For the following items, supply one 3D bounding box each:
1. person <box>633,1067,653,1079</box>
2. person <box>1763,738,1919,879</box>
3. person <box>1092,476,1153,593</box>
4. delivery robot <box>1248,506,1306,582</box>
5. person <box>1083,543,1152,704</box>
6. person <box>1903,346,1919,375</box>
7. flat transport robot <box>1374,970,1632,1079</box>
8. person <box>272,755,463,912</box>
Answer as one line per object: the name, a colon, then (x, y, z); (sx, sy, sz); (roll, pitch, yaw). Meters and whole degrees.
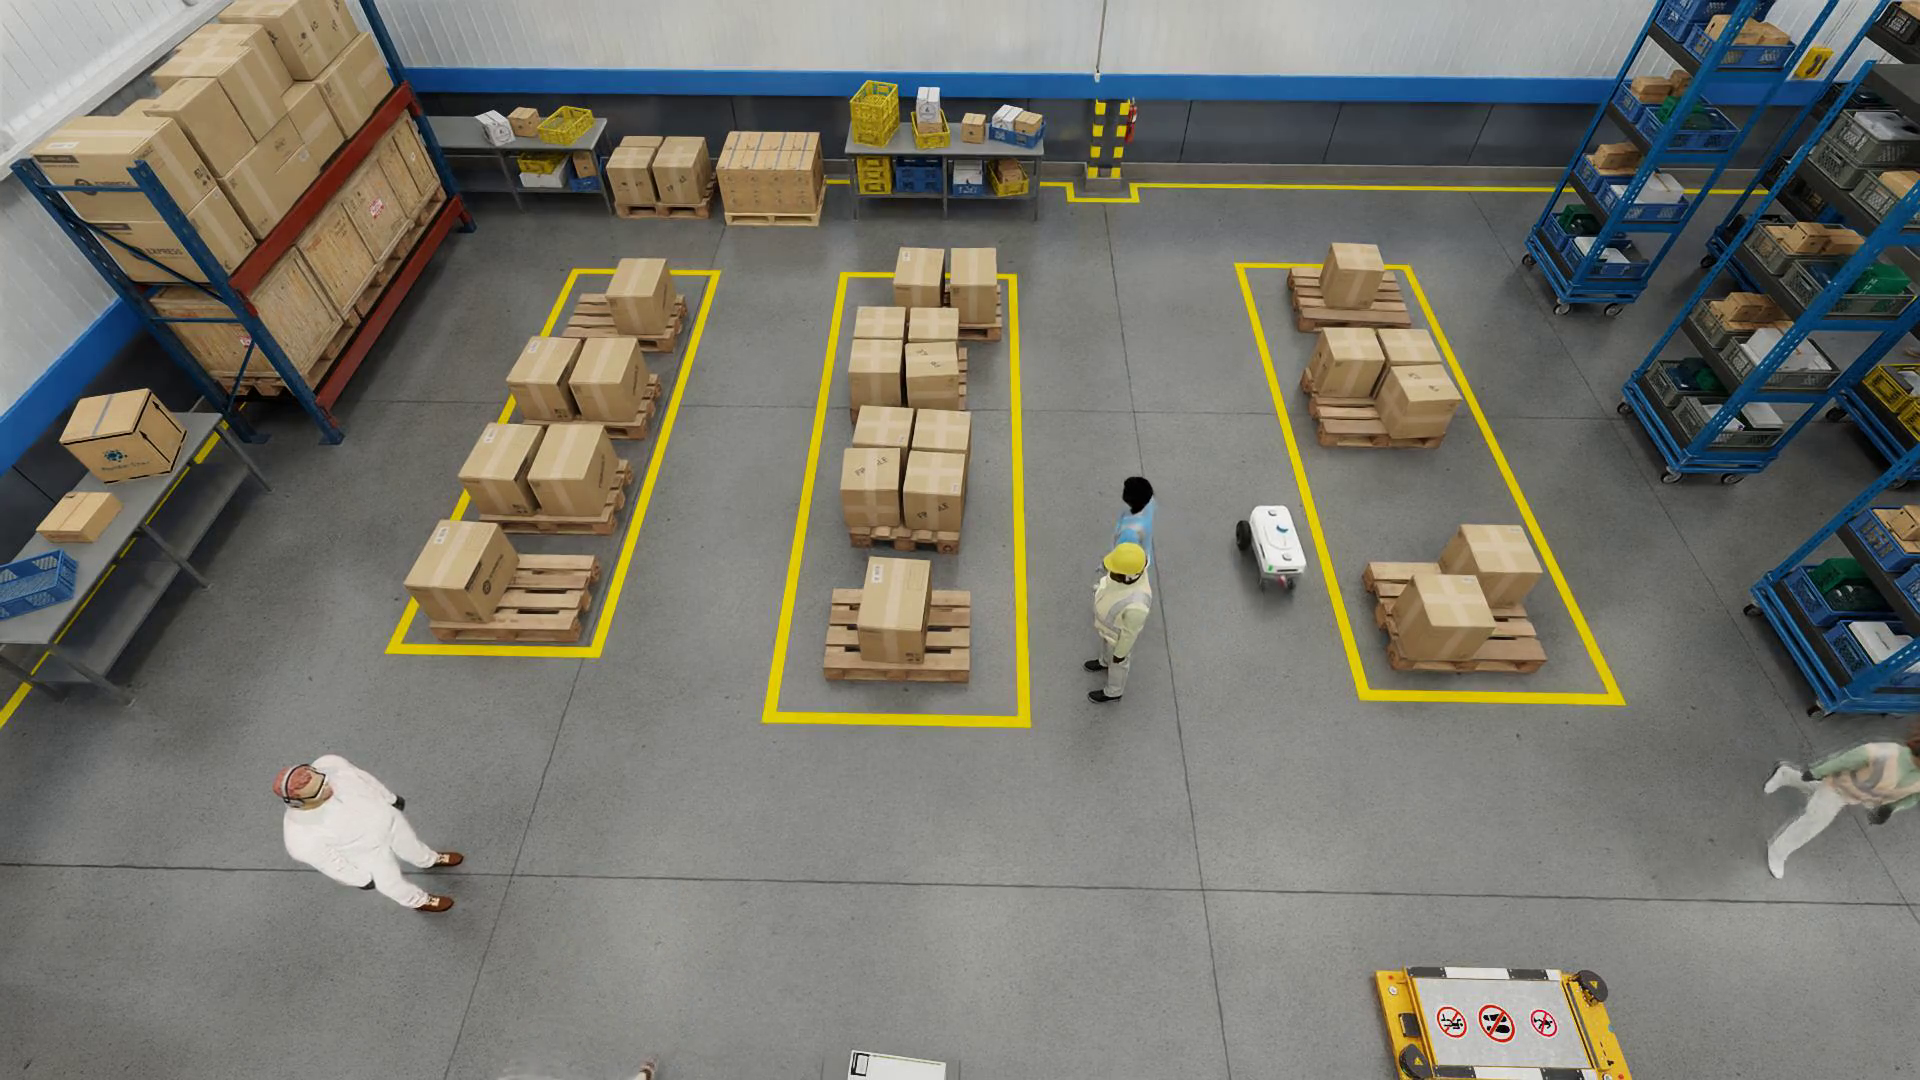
person: (-2.124, 3.172, 4.906); (0.532, 1.824, 0.945); (7, 51, 6)
person: (6.107, 1.634, 6.287); (0.492, 1.597, 0.843); (13, 52, 10)
person: (1.341, 0.093, 7.483); (0.379, 1.686, 0.543); (13, 52, 10)
delivery robot: (2.837, 0.019, 8.209); (0.477, 0.478, 0.707); (-1, 50, -1)
person: (1.195, 0.627, 6.964); (0.403, 1.824, 0.595); (-2, 51, -1)
person: (10.738, -2.558, 9.449); (0.391, 1.995, 0.613); (20, 54, 16)
flat transport robot: (3.501, 3.133, 5.914); (1.431, 0.197, 0.652); (1, 51, 1)
person: (-3.772, 1.905, 5.876); (0.401, 1.901, 0.646); (-3, 51, -2)
